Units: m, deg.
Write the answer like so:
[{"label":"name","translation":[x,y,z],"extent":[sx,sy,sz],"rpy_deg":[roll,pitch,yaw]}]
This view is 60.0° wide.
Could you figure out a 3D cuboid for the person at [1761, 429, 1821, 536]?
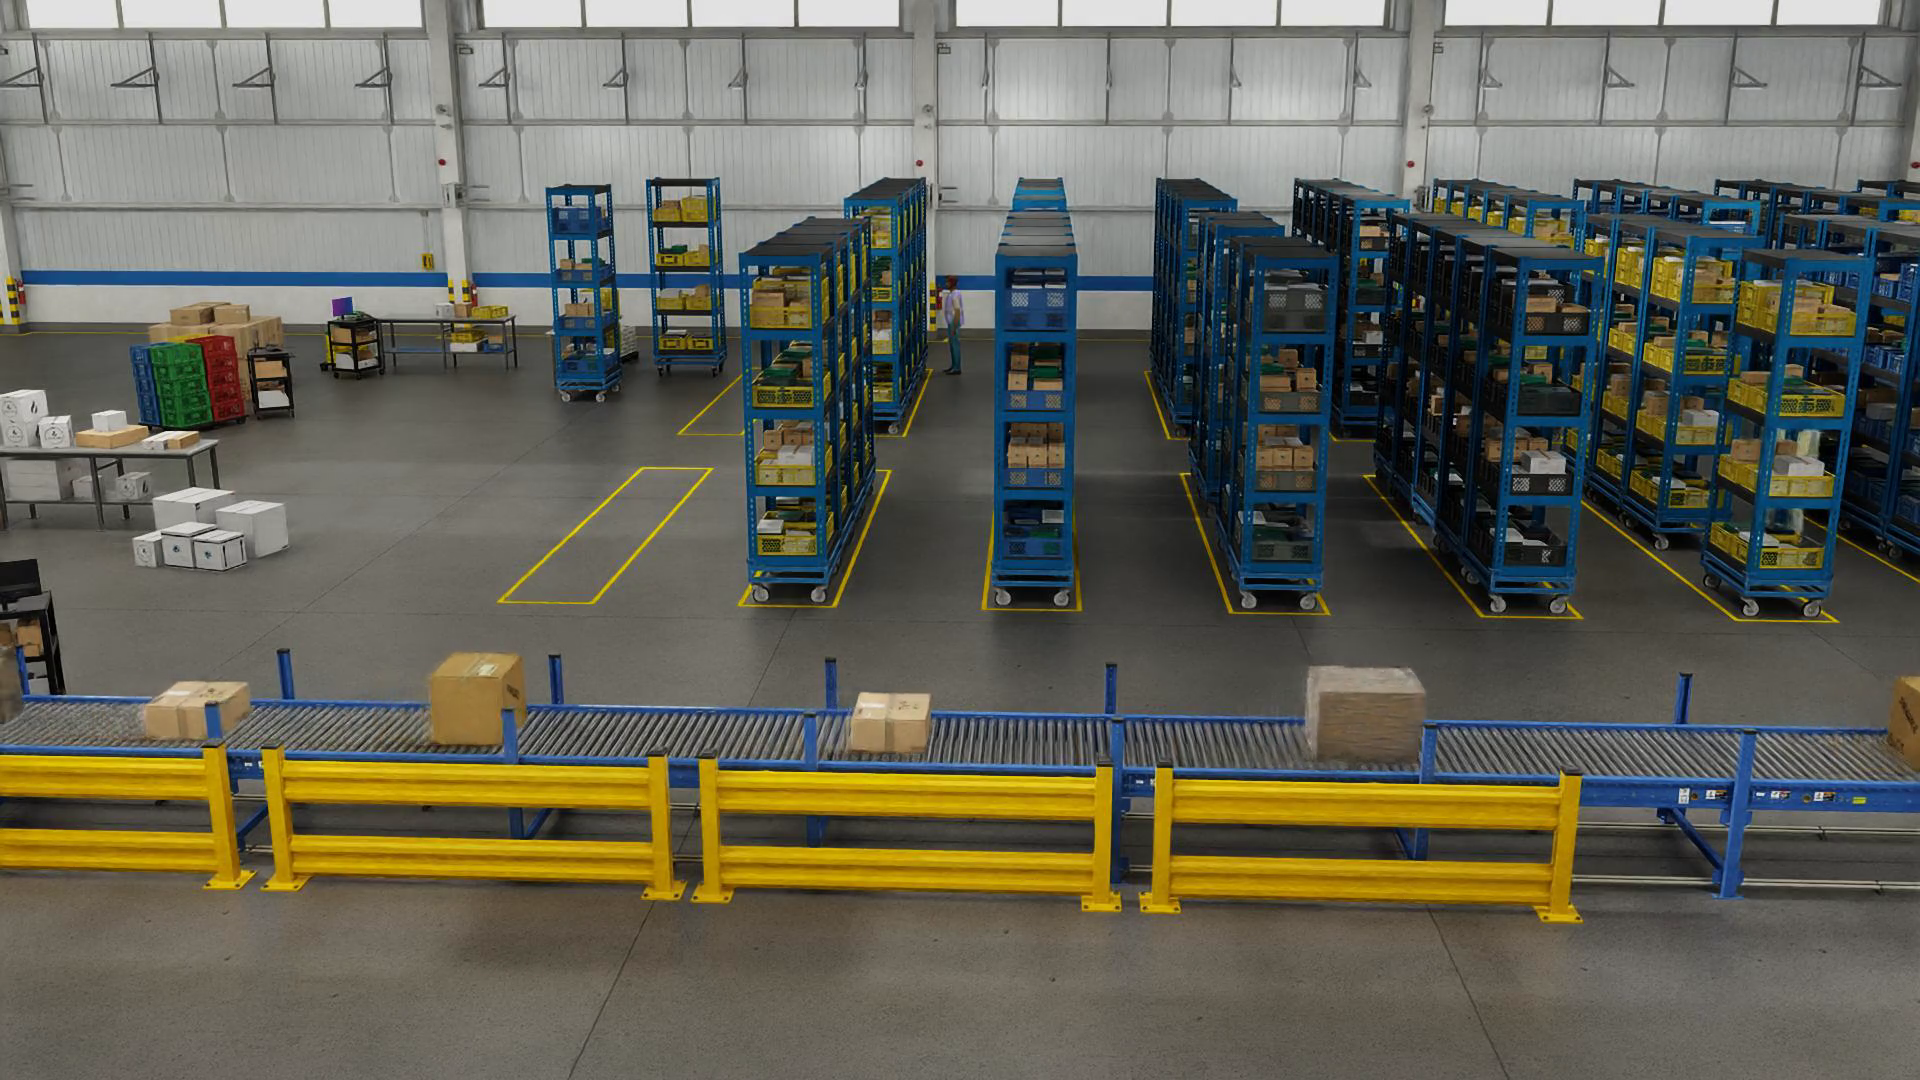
[{"label":"person","translation":[9.342,-0.701,18.767],"extent":[0.602,1.786,0.903],"rpy_deg":[4,16,14]}]

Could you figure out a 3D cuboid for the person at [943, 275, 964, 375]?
[{"label":"person","translation":[-0.111,-3.995,30.869],"extent":[0.374,1.843,0.573],"rpy_deg":[-2,15,-8]}]
